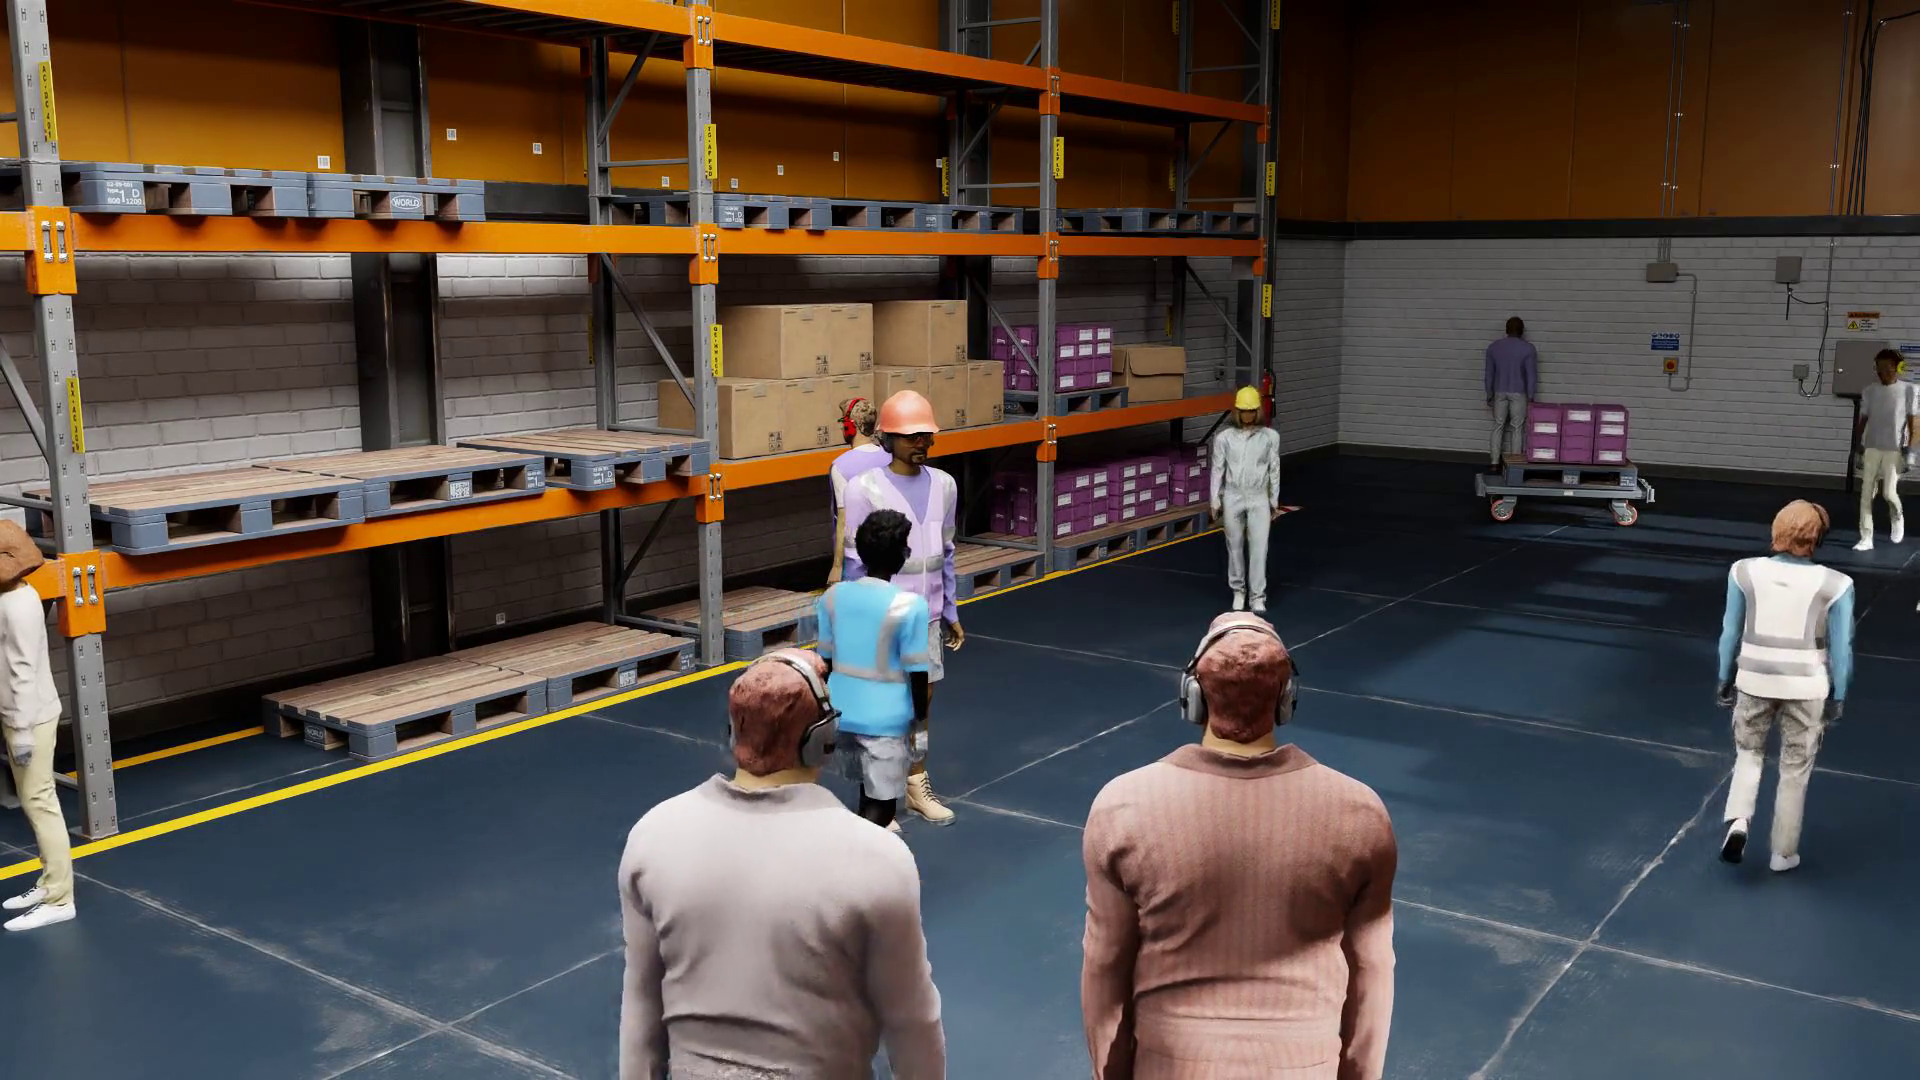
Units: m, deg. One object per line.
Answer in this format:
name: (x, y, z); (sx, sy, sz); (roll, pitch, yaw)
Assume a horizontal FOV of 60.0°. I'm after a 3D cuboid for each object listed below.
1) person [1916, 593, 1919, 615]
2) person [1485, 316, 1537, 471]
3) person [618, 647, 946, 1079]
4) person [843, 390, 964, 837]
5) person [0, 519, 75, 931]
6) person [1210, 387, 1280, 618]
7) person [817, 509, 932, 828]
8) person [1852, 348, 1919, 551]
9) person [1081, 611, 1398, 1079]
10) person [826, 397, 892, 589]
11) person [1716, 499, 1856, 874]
person: (7.483, -0.369, 12.328); (0.986, 1.873, 0.606); (-5, 11, -29)
person: (6.855, -1.811, 20.733); (0.631, 1.936, 0.362); (8, 12, 38)
person: (-0.374, 1.149, 3.351); (0.659, 1.863, 0.980); (4, 10, 24)
person: (-0.240, 0.336, 7.631); (0.605, 2.045, 0.377); (-7, 12, -37)
person: (-3.716, 0.721, 6.583); (0.281, 1.626, 0.495); (-7, 12, -35)
person: (2.096, -0.269, 12.240); (0.512, 1.693, 0.885); (1, 10, 7)
person: (-0.400, 0.718, 6.478); (0.544, 1.665, 0.712); (7, 12, 38)
person: (8.397, -0.816, 15.073); (0.514, 1.846, 0.540); (-8, 13, -41)
person: (0.575, 1.094, 3.509); (0.642, 1.913, 0.408); (1, 10, 4)
person: (-0.551, 0.101, 9.615); (0.380, 1.845, 0.570); (6, 11, 30)
person: (3.480, 0.641, 7.051); (0.532, 1.622, 0.424); (8, 12, 39)
